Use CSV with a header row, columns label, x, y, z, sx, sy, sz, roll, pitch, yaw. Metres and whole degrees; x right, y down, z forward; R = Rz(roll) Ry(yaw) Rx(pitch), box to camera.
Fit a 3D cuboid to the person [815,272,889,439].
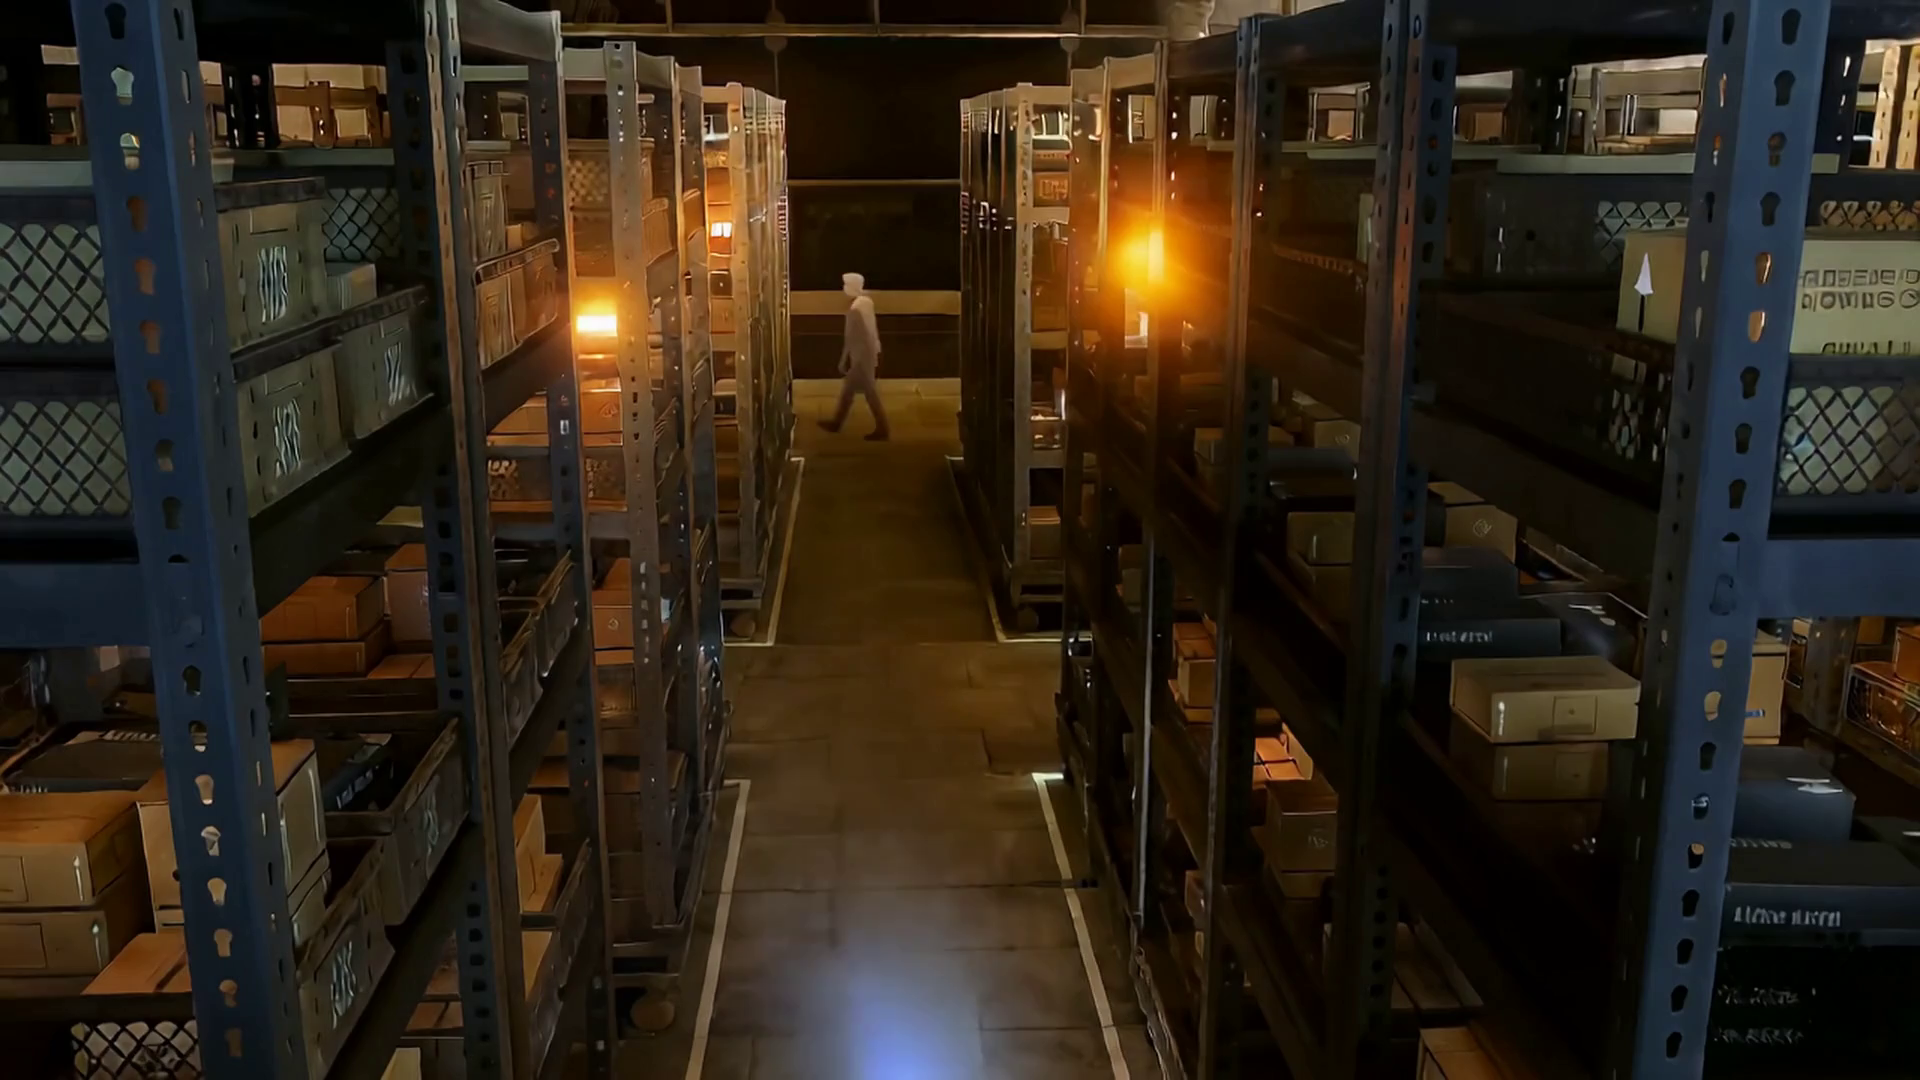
label,x,y,z,sx,sy,sz,roll,pitch,yaw
person,-1.194,-1.999,18.097,0.934,1.802,0.572,3,14,11
